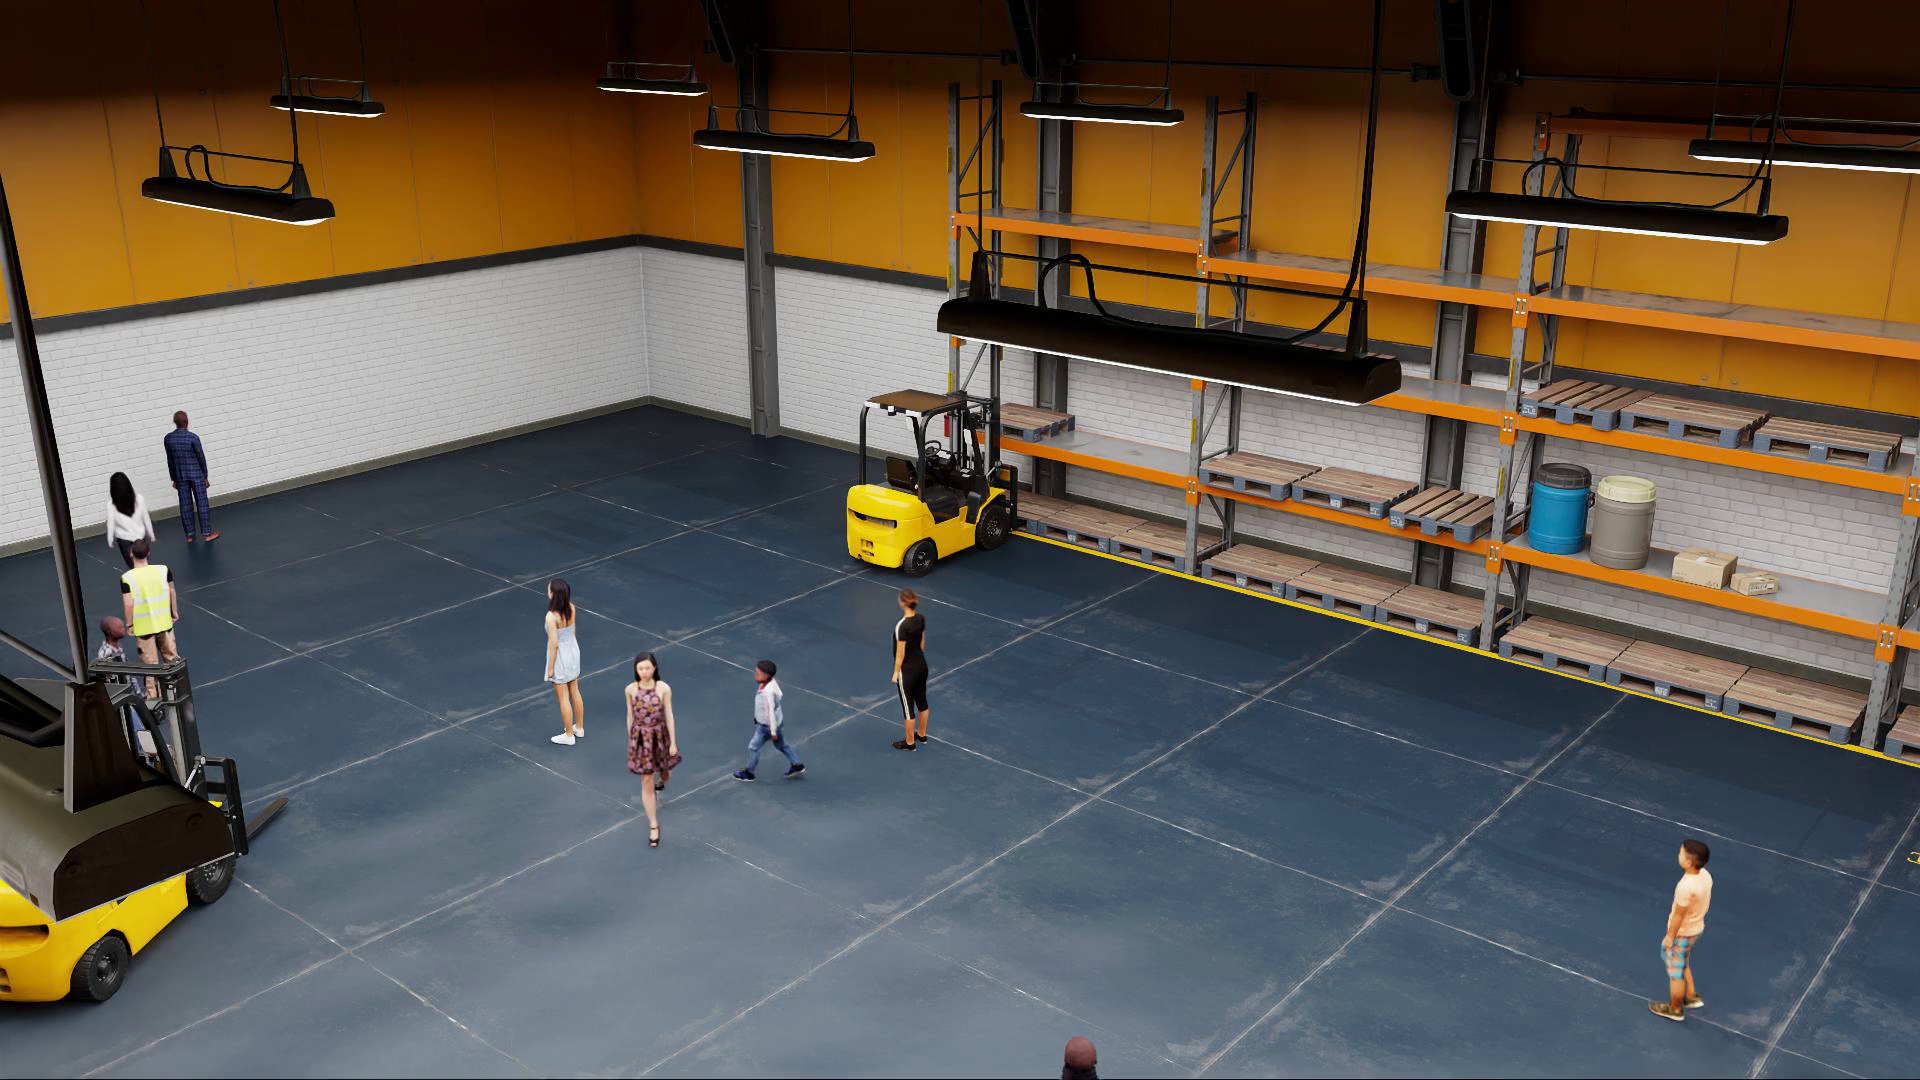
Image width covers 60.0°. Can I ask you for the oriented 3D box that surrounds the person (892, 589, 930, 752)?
[{"bbox_3d":[-0.479,1.270,16.470,0.517,1.669,0.588,13,23,34],"label":"person"}]

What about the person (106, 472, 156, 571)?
[{"bbox_3d":[-10.026,0.013,20.193,0.916,1.675,0.636,15,24,38],"label":"person"}]

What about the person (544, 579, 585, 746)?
[{"bbox_3d":[-3.948,1.197,16.590,0.630,1.730,0.650,7,20,20],"label":"person"}]

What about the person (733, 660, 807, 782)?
[{"bbox_3d":[-1.741,1.723,15.808,0.952,1.233,0.812,1,19,3],"label":"person"}]

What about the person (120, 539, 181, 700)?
[{"bbox_3d":[-8.456,0.869,17.385,0.674,1.845,0.683,15,23,37],"label":"person"}]

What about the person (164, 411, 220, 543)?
[{"bbox_3d":[-10.467,-0.872,22.594,0.758,1.820,0.818,-2,19,-4],"label":"person"}]

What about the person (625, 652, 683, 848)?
[{"bbox_3d":[-2.723,1.799,14.775,1.064,1.749,1.130,-2,19,-5],"label":"person"}]

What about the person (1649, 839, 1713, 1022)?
[{"bbox_3d":[5.339,2.859,12.088,0.546,1.454,0.601,-17,25,-41],"label":"person"}]
